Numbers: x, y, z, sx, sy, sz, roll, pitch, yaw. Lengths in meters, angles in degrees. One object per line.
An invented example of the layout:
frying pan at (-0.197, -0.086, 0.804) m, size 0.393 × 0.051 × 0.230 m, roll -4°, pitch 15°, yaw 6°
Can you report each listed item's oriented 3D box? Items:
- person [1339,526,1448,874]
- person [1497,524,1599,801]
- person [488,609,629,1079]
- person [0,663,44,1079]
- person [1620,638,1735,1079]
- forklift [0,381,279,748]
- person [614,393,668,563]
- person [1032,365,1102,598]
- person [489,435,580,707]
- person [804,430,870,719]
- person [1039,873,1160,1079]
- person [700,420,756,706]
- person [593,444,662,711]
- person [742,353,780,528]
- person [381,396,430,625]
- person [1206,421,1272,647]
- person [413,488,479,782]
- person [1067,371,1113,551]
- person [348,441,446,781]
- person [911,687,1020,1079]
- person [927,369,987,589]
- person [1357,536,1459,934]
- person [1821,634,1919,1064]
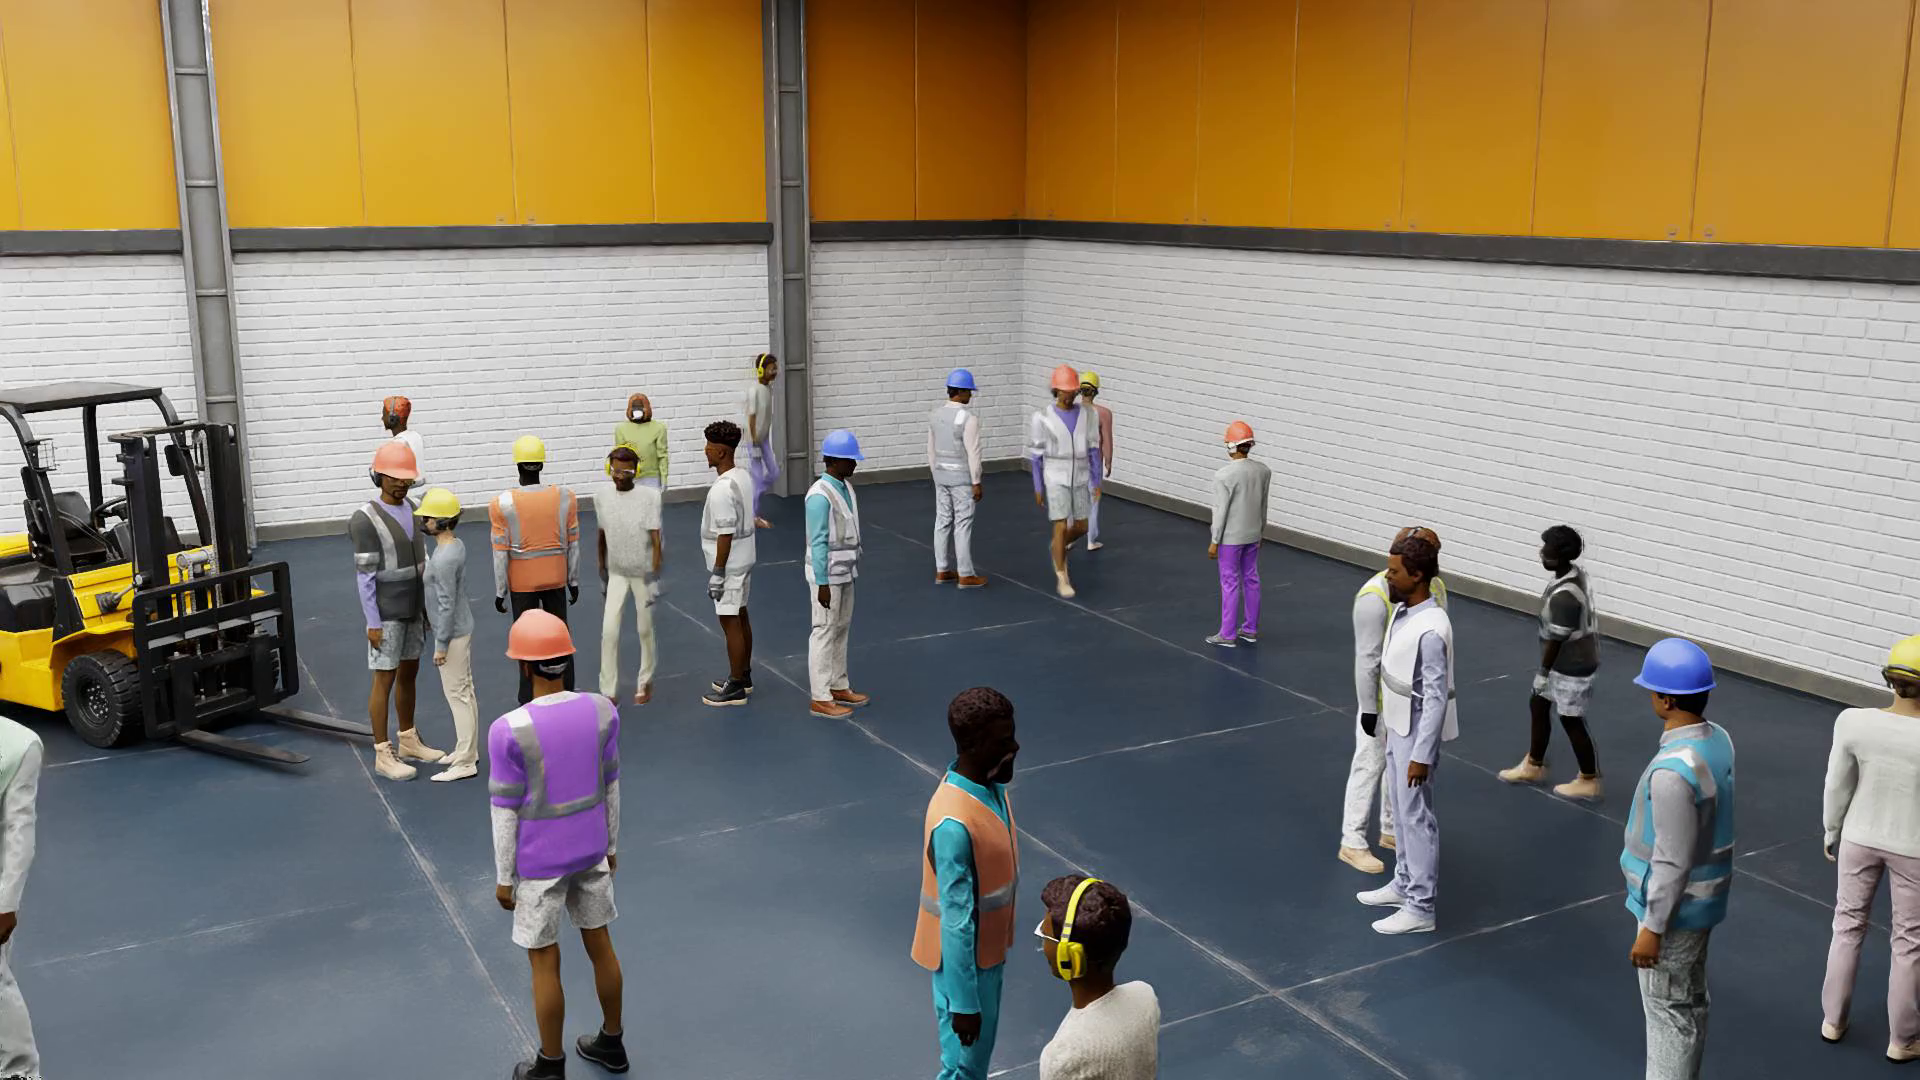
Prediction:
person at (2.287, 0.820, 8.644) m, size 0.641 × 1.833 × 0.431 m, roll -8°, pitch 15°, yaw -35°
person at (3.423, 0.701, 9.562) m, size 0.645 × 1.651 × 0.586 m, roll 3°, pitch 13°, yaw 16°
person at (-1.590, 1.217, 6.535) m, size 0.544 × 1.928 × 0.401 m, roll -12°, pitch 17°, yaw -43°
person at (-3.779, 1.293, 6.310) m, size 0.632 × 1.870 × 0.470 m, roll 1°, pitch 12°, yaw 5°
person at (2.587, 1.308, 6.060) m, size 0.402 × 1.944 × 0.605 m, roll 9°, pitch 15°, yaw 35°
forklift at (-5.853, 0.085, 11.199) m, size 2.313 × 2.155 × 1.214 m, roll 7°, pitch 14°, yaw 28°
person at (-2.989, -0.577, 15.650) m, size 0.495 × 1.625 × 0.279 m, roll -1°, pitch 12°, yaw -3°
person at (0.908, -0.540, 14.542) m, size 0.618 × 2.021 × 0.689 m, roll -4°, pitch 13°, yaw -18°
person at (-2.796, 0.266, 10.980) m, size 0.587 × 1.928 × 0.363 m, roll -8°, pitch 14°, yaw -32°
person at (-0.830, 0.225, 11.155) m, size 0.415 × 1.939 × 0.605 m, roll 4°, pitch 13°, yaw 16°
person at (0.322, 1.743, 4.231) m, size 0.329 × 1.861 × 0.504 m, roll 7°, pitch 14°, yaw 30°
person at (-1.594, 0.154, 11.416) m, size 0.367 × 1.966 × 0.607 m, roll 1°, pitch 12°, yaw 5°
person at (-2.247, 0.279, 11.169) m, size 0.484 × 1.830 × 0.827 m, roll 1°, pitch 12°, yaw 5°
person at (-2.050, -1.022, 17.234) m, size 0.433 × 1.838 × 0.542 m, roll 4°, pitch 13°, yaw 18°
person at (-4.463, -0.221, 13.371) m, size 0.356 × 1.883 × 0.573 m, roll 0°, pitch 12°, yaw -1°
person at (2.138, -0.046, 12.873) m, size 0.559 × 1.745 × 0.333 m, roll -9°, pitch 15°, yaw -35°
person at (-3.069, 0.561, 9.972) m, size 0.305 × 1.772 × 0.525 m, roll -2°, pitch 12°, yaw -10°
person at (1.231, -0.769, 16.243) m, size 0.532 × 1.756 × 0.344 m, roll 4°, pitch 13°, yaw 16°
person at (-3.368, 0.413, 10.030) m, size 0.395 × 2.039 × 0.608 m, roll 4°, pitch 13°, yaw 19°
person at (0.037, 1.416, 5.613) m, size 0.382 × 1.918 × 0.596 m, roll 2°, pitch 12°, yaw 9°
person at (-0.023, -0.541, 14.735) m, size 0.402 × 1.940 × 0.602 m, roll -11°, pitch 16°, yaw -42°
person at (2.163, 0.924, 7.924) m, size 0.374 × 1.915 × 0.596 m, roll 1°, pitch 12°, yaw 2°
person at (3.801, 1.246, 6.774) m, size 0.318 × 1.766 × 0.535 m, roll -12°, pitch 17°, yaw -43°
